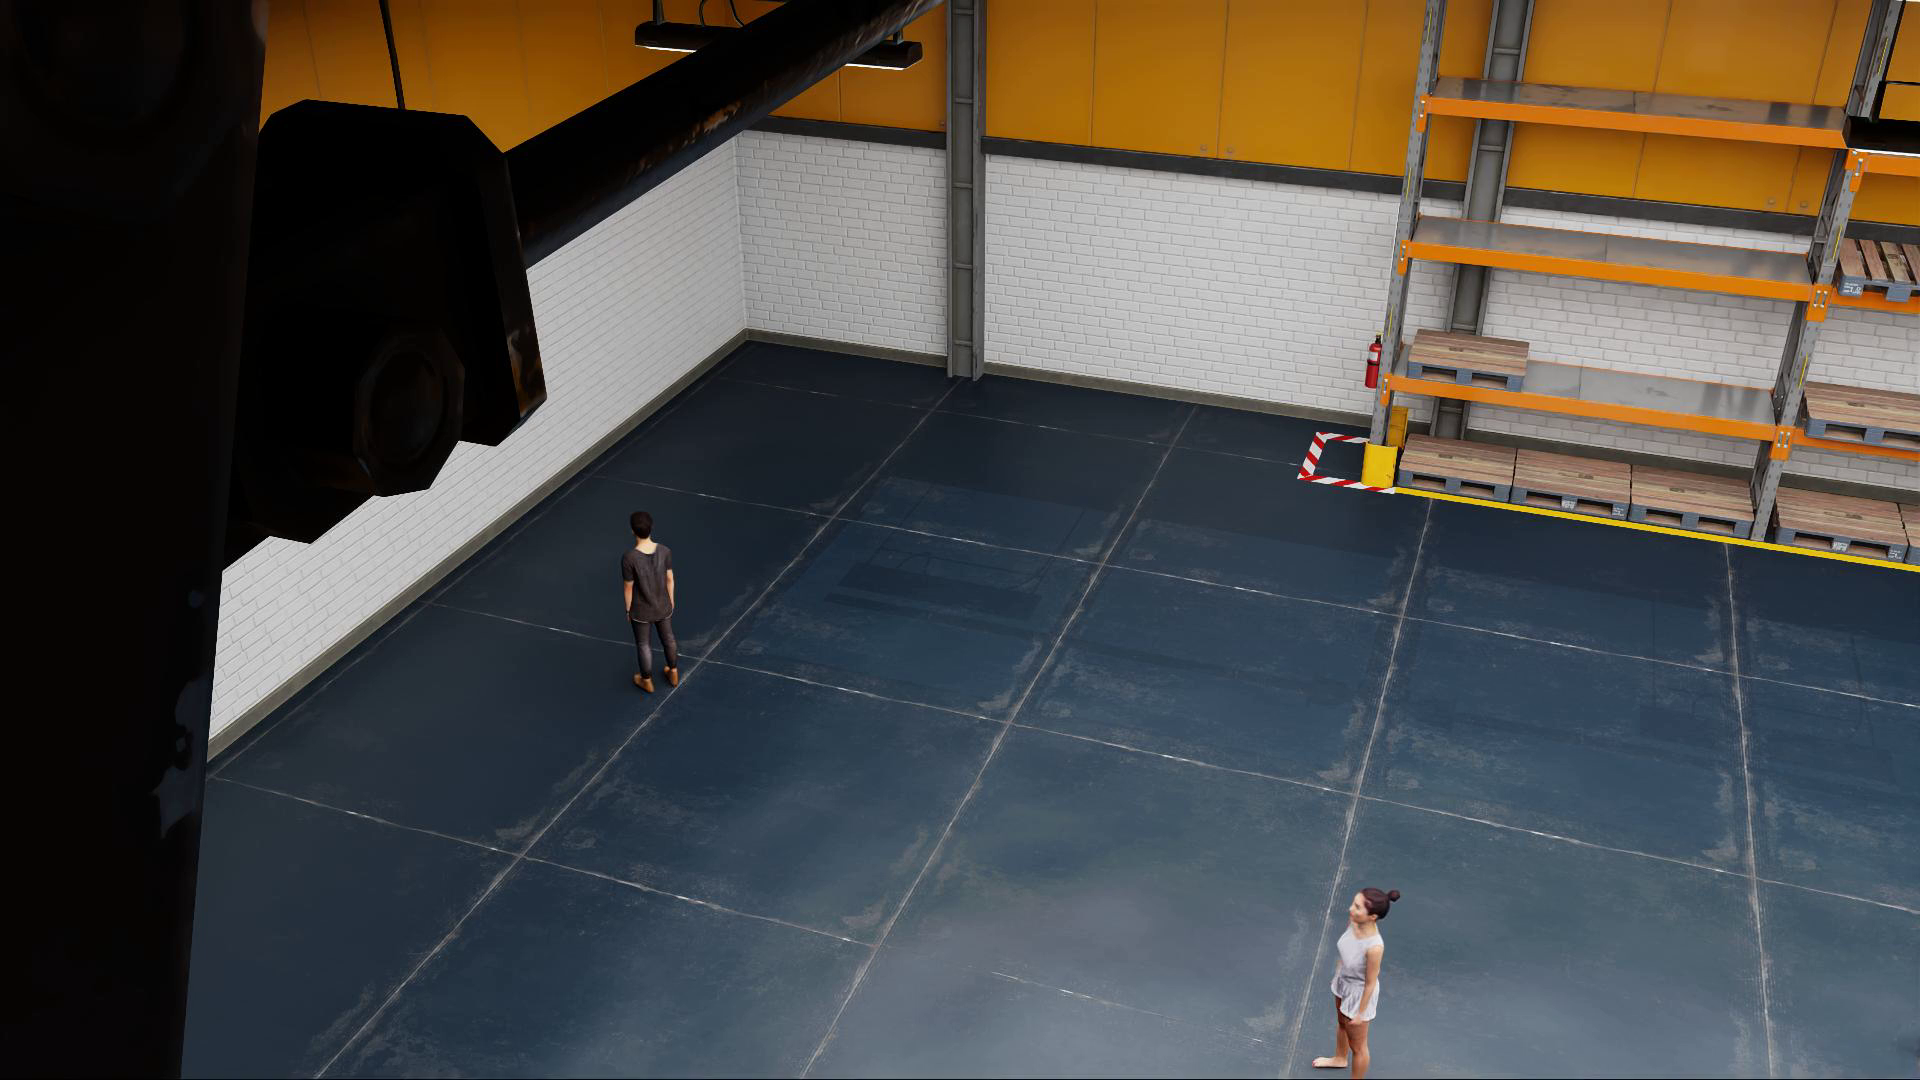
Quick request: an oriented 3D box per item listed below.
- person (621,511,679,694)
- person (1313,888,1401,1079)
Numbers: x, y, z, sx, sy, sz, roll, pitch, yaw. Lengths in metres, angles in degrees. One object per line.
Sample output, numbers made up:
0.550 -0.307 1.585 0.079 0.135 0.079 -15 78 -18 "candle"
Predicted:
-2.723 0.546 14.641 0.687 1.711 0.733 -15 32 -25 "person"
2.517 2.842 10.542 0.695 1.604 0.660 -5 29 -9 "person"
